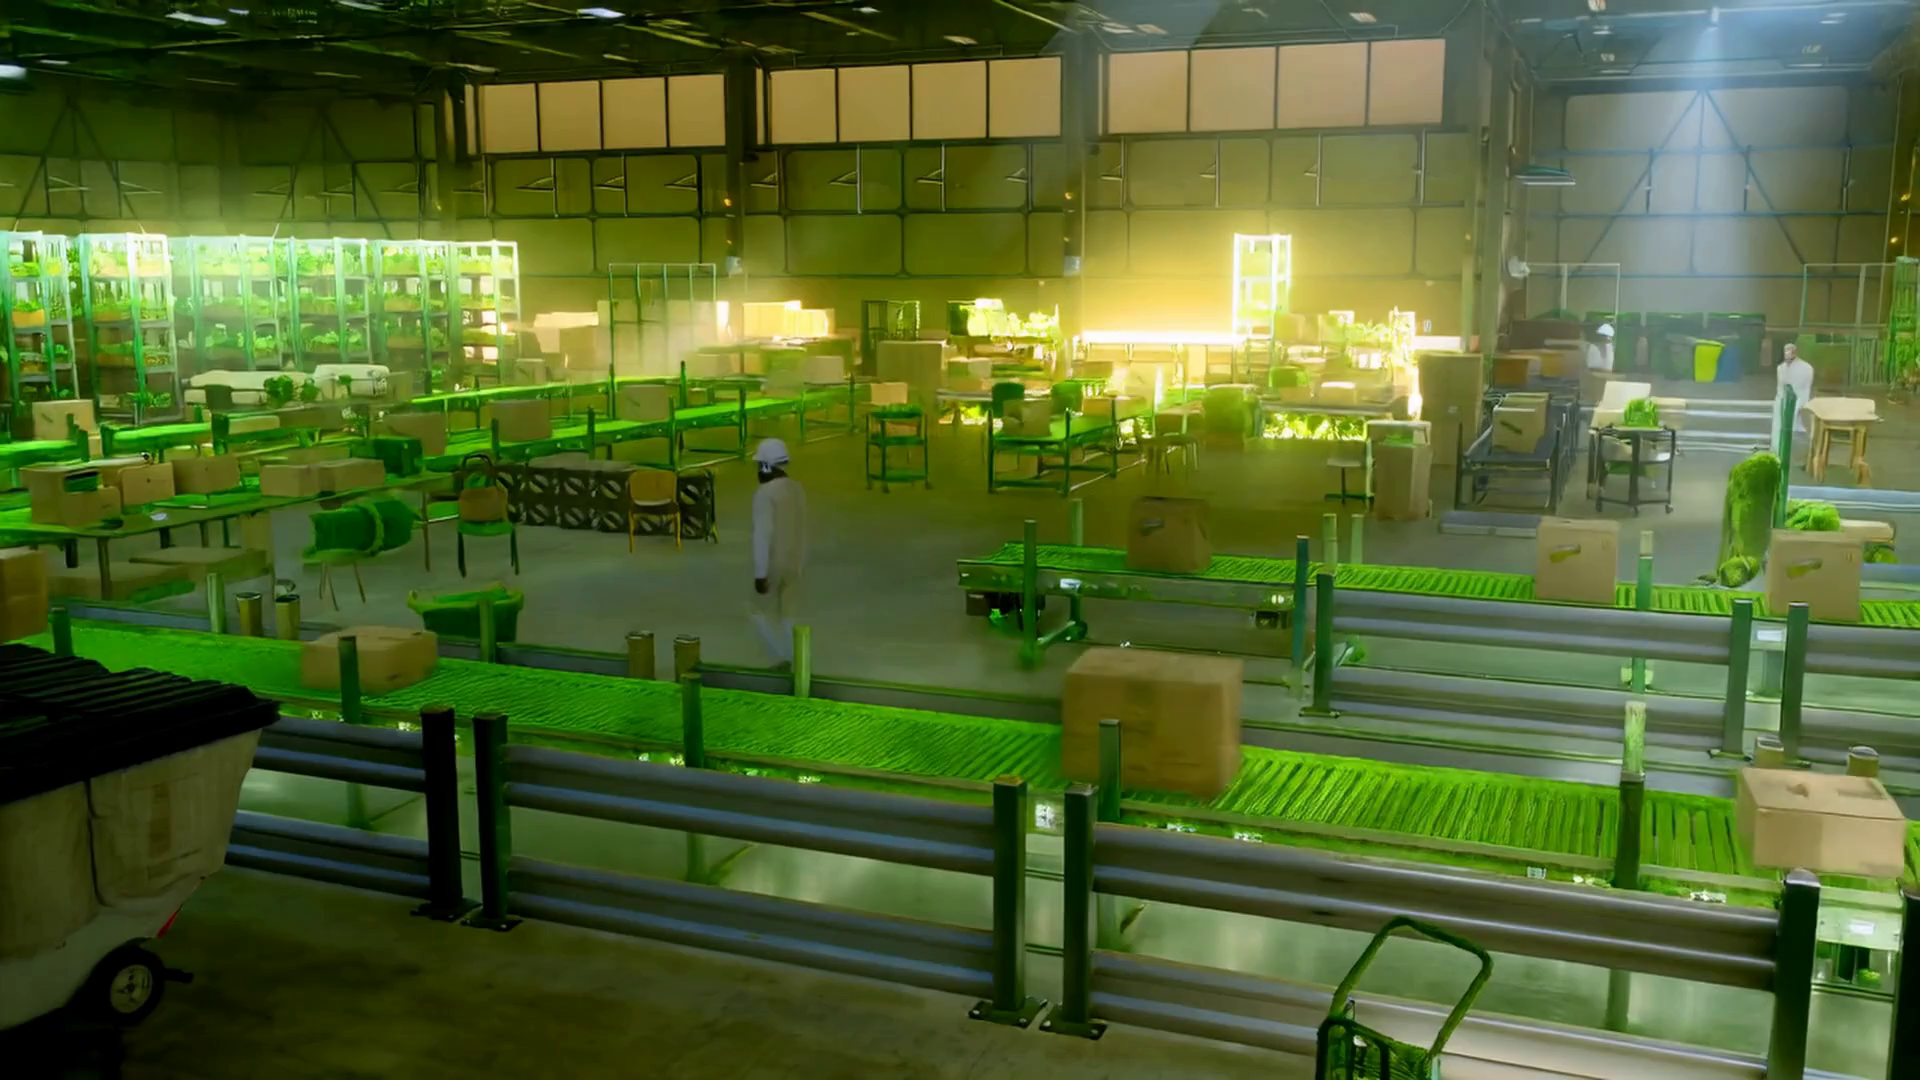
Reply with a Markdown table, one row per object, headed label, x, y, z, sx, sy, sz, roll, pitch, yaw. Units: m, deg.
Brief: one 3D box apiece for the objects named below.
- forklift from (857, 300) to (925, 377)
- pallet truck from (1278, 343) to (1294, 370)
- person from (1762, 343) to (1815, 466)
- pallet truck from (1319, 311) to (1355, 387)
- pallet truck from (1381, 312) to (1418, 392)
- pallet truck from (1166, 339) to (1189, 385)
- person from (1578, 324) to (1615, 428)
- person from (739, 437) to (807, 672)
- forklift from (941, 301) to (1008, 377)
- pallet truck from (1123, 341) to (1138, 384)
| label | x | y | z | sx | sy | sz | roll | pitch | yaw |
| --- | --- | --- | --- | --- | --- | --- | --- | --- | --- |
| forklift | -1.732 | -5.109 | 42.468 | 1.157 | 1.987 | 2.680 | 4 | 10 | 22 |
| pallet truck | 7.886 | -4.163 | 39.743 | 0.653 | 1.274 | 1.630 | 4 | 10 | 22 |
| person | 12.705 | -2.064 | 25.326 | 0.936 | 1.869 | 0.636 | -5 | 11 | -28 |
| pallet truck | 9.071 | -4.419 | 39.190 | 0.823 | 1.965 | 1.885 | 5 | 10 | 26 |
| pallet truck | 10.207 | -4.283 | 38.369 | 0.823 | 1.965 | 1.885 | 3 | 10 | 20 |
| pallet truck | 5.418 | -4.269 | 40.420 | 0.704 | 1.261 | 1.522 | 3 | 10 | 20 |
| person | 11.481 | -2.900 | 30.017 | 0.617 | 2.003 | 1.029 | -6 | 11 | -33 |
| person | -1.332 | 0.166 | 11.952 | 0.438 | 1.813 | 0.616 | 5 | 10 | 26 |
| forklift | 0.365 | -4.966 | 41.571 | 1.157 | 1.987 | 2.680 | 3 | 10 | 20 |
| pallet truck | 4.445 | -4.380 | 41.279 | 0.680 | 1.201 | 1.601 | 4 | 10 | 22 |
